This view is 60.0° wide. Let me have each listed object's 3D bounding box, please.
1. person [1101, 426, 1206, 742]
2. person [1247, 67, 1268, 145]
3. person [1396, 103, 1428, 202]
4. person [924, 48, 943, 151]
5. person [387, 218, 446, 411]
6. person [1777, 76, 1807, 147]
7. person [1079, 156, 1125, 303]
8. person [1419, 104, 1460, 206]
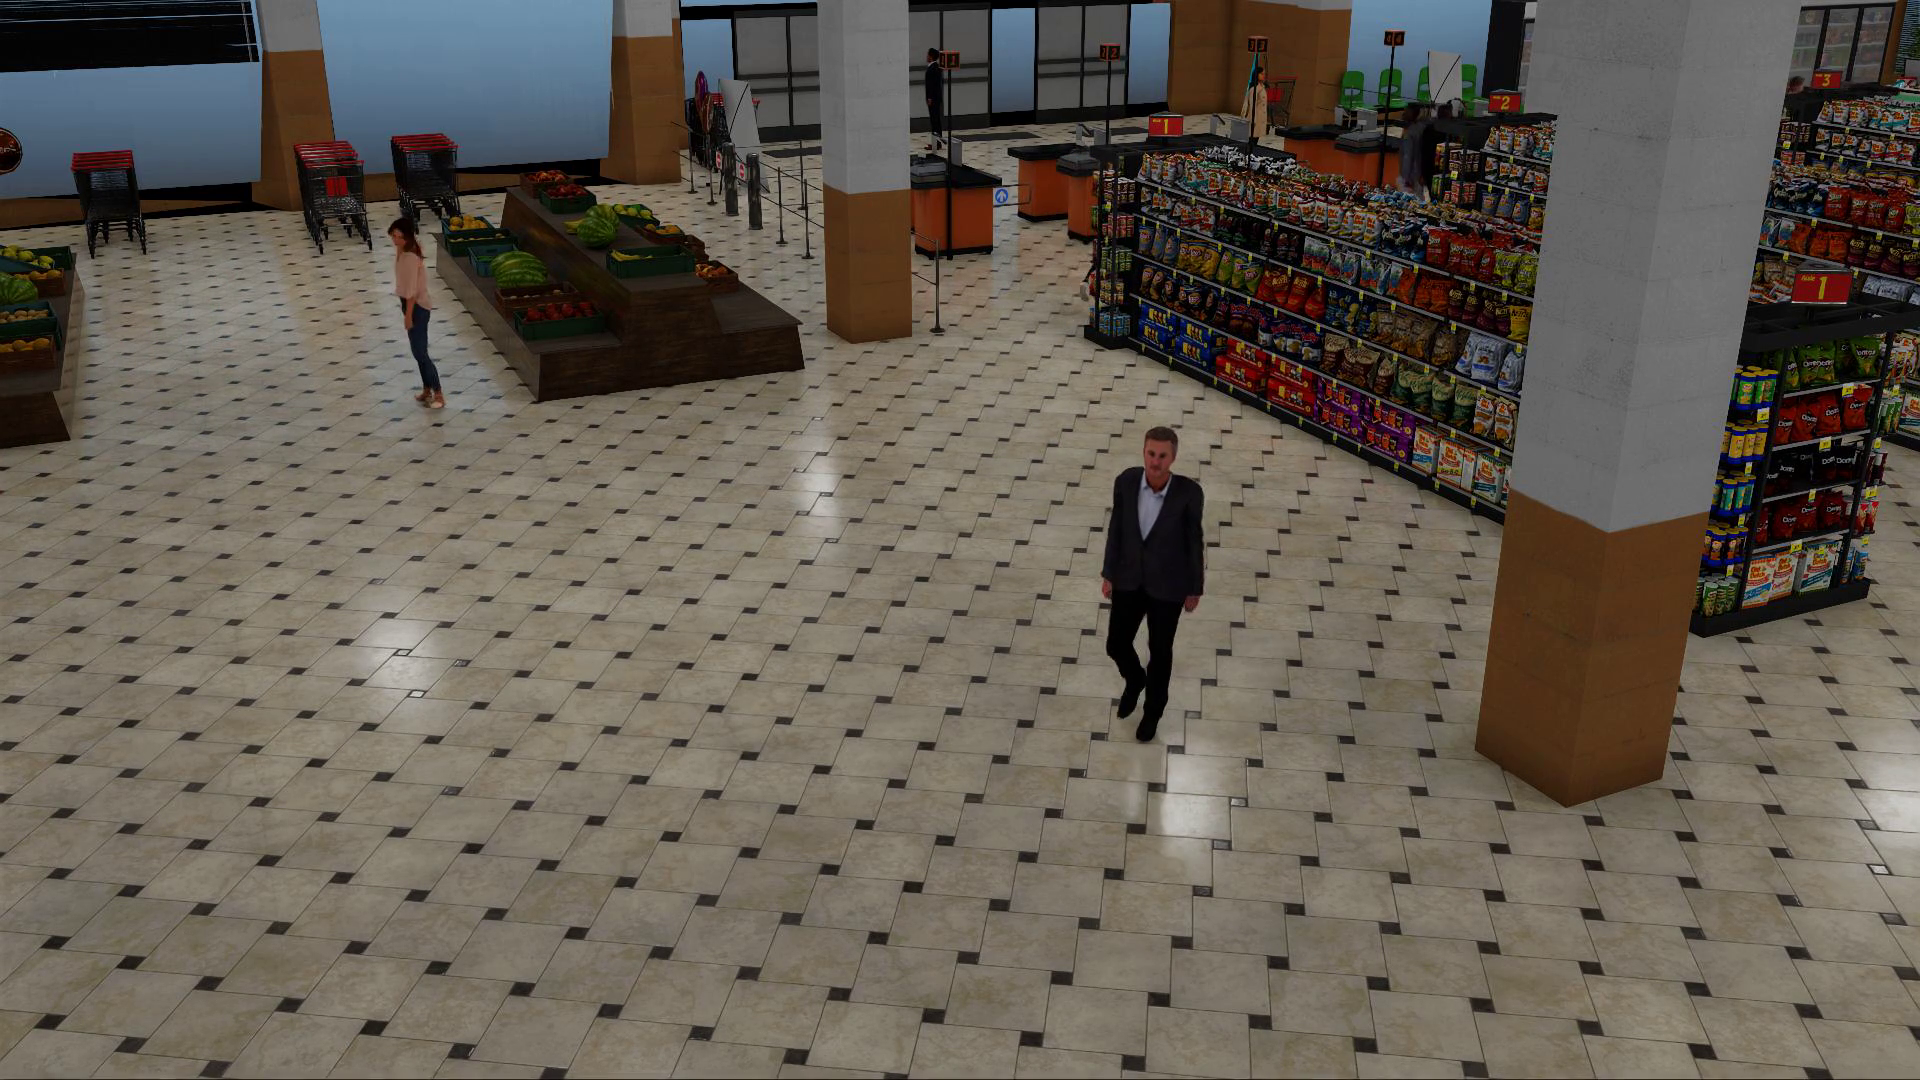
[{"bbox_3d":[1.076,0.207,9.273,0.879,1.826,0.941,8,23,19],"label":"person"},{"bbox_3d":[4.757,-6.762,26.809,0.734,1.682,0.708,11,24,25],"label":"person"},{"bbox_3d":[5.939,-4.736,21.595,1.009,1.811,1.268,-17,28,-36],"label":"person"},{"bbox_3d":[-0.455,-7.731,29.164,0.763,1.725,0.677,5,23,13],"label":"person"},{"bbox_3d":[-4.918,-2.075,15.040,0.793,1.761,0.494,-3,22,-6],"label":"person"},{"bbox_3d":[12.110,-5.912,24.548,0.797,1.792,1.026,-14,26,-31],"label":"person"},{"bbox_3d":[1.648,-3.428,18.371,0.852,1.787,0.997,-18,28,-37],"label":"person"},{"bbox_3d":[6.112,-4.673,21.456,0.954,1.797,1.131,-19,29,-39],"label":"person"}]
